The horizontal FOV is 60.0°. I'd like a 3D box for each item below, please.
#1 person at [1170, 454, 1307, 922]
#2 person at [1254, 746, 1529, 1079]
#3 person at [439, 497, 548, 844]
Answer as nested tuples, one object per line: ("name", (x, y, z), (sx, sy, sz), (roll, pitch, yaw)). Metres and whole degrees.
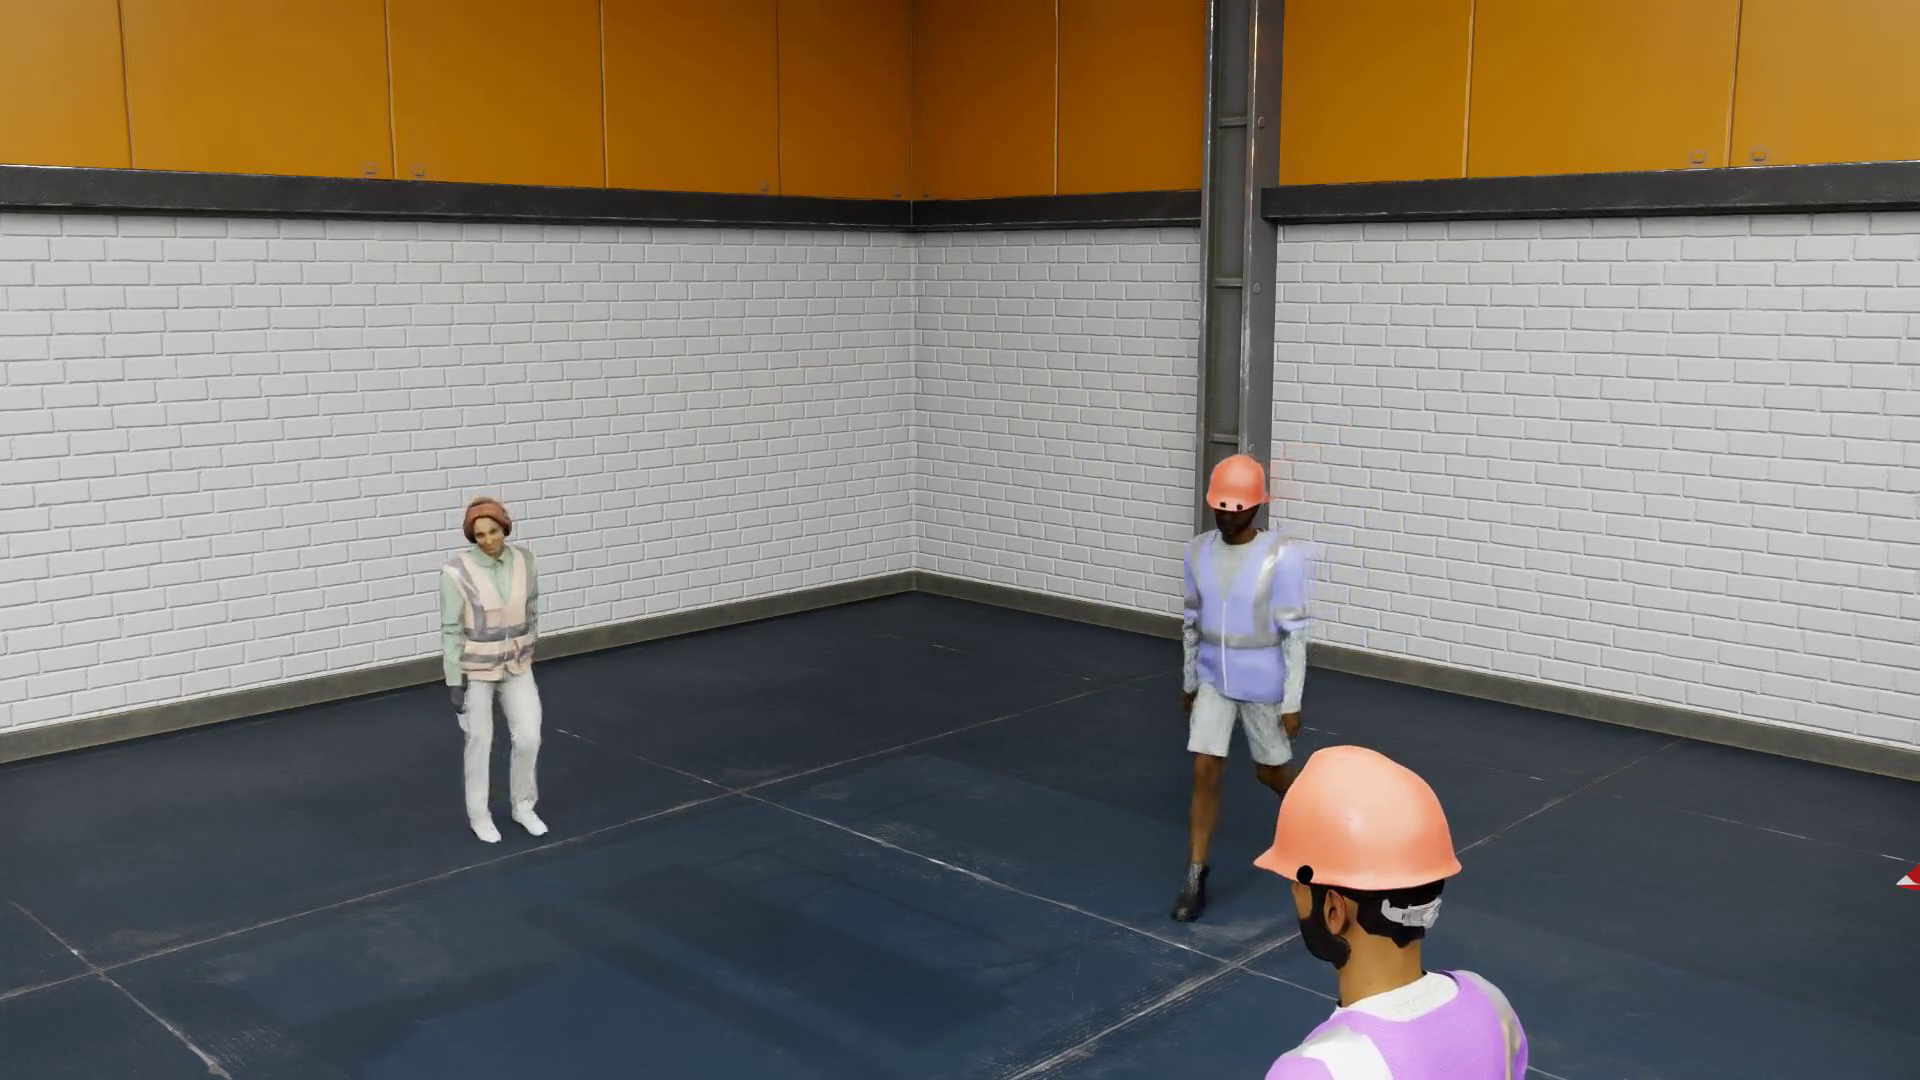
("person", (1.197, 0.561, 6.872), (0.592, 1.891, 0.941), (7, 12, 37))
("person", (0.579, 1.254, 2.470), (0.541, 1.930, 0.380), (-9, 13, -43))
("person", (-2.115, 0.593, 7.471), (0.532, 1.610, 0.490), (-9, 13, -43))
